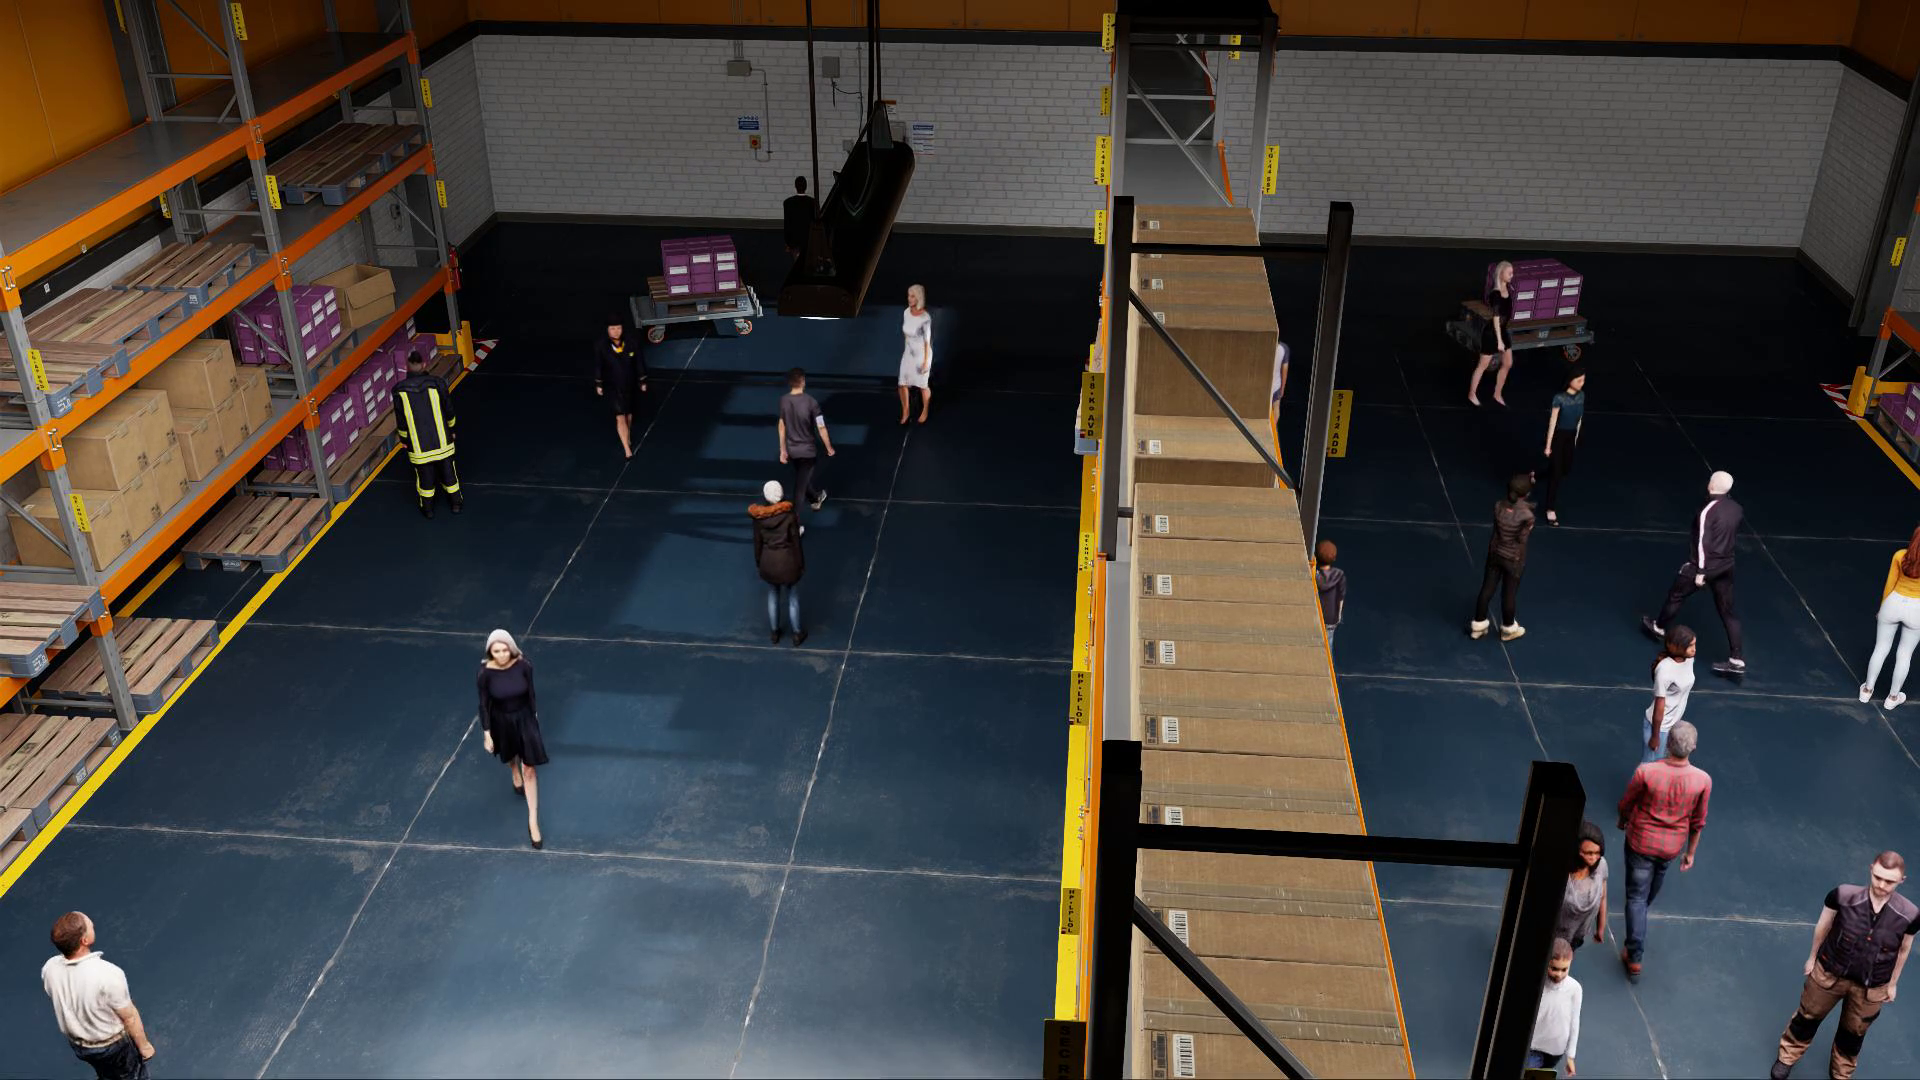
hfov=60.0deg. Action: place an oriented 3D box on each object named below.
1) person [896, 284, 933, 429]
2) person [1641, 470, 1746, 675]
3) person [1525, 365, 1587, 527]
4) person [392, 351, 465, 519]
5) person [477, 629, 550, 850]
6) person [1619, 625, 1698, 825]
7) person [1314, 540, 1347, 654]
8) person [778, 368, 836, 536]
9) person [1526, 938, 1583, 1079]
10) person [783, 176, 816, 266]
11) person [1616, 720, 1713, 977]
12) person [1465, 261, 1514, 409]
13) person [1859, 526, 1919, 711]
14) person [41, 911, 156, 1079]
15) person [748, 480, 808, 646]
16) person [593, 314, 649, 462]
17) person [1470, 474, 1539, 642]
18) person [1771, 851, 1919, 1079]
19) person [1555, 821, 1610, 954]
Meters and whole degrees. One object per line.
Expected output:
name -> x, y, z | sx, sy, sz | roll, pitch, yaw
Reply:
person -> -0.436, -2.113, 18.999 | 0.760, 1.732, 0.820 | 22, 36, 34
person -> 6.598, 0.343, 14.466 | 1.134, 1.760, 1.388 | -15, 32, -25
person -> 6.067, -1.007, 16.984 | 0.810, 1.719, 0.948 | -13, 31, -22
person -> -5.448, -1.100, 17.015 | 0.865, 1.854, 0.866 | -11, 31, -19
person -> -3.404, 1.398, 12.607 | 0.951, 1.688, 1.249 | -10, 30, -17
person -> 5.312, 1.396, 12.579 | 0.653, 1.719, 0.728 | -25, 37, -38
person -> 3.063, 0.710, 14.153 | 0.549, 1.414, 0.962 | 3, 29, 5
person -> -1.620, -0.829, 16.664 | 0.961, 1.712, 1.262 | 14, 32, 25
person -> 3.475, 2.950, 9.937 | 0.520, 1.520, 1.089 | 3, 29, 6
person -> -2.110, -4.015, 22.415 | 0.681, 1.799, 0.569 | -1, 29, -1
person -> 4.693, 2.100, 11.219 | 0.719, 1.785, 1.182 | 5, 29, 8
person -> 6.140, -2.378, 19.400 | 0.848, 1.812, 0.816 | 20, 34, 32
person -> 7.926, 0.624, 13.961 | 0.683, 1.751, 0.723 | 21, 35, 34
person -> -4.996, 2.966, 9.574 | 0.783, 1.840, 0.928 | 10, 30, 17
person -> -1.620, 0.213, 14.835 | 0.676, 1.634, 0.669 | 7, 29, 12
person -> -3.745, -1.723, 18.378 | 0.987, 1.641, 1.151 | -10, 30, -18
person -> 4.858, 0.182, 14.850 | 0.774, 1.674, 0.834 | 20, 34, 32
person -> 5.472, 2.632, 10.188 | 0.762, 1.839, 0.736 | 14, 32, 24
person -> 3.892, 2.428, 10.822 | 0.738, 1.589, 0.917 | -2, 29, -4
